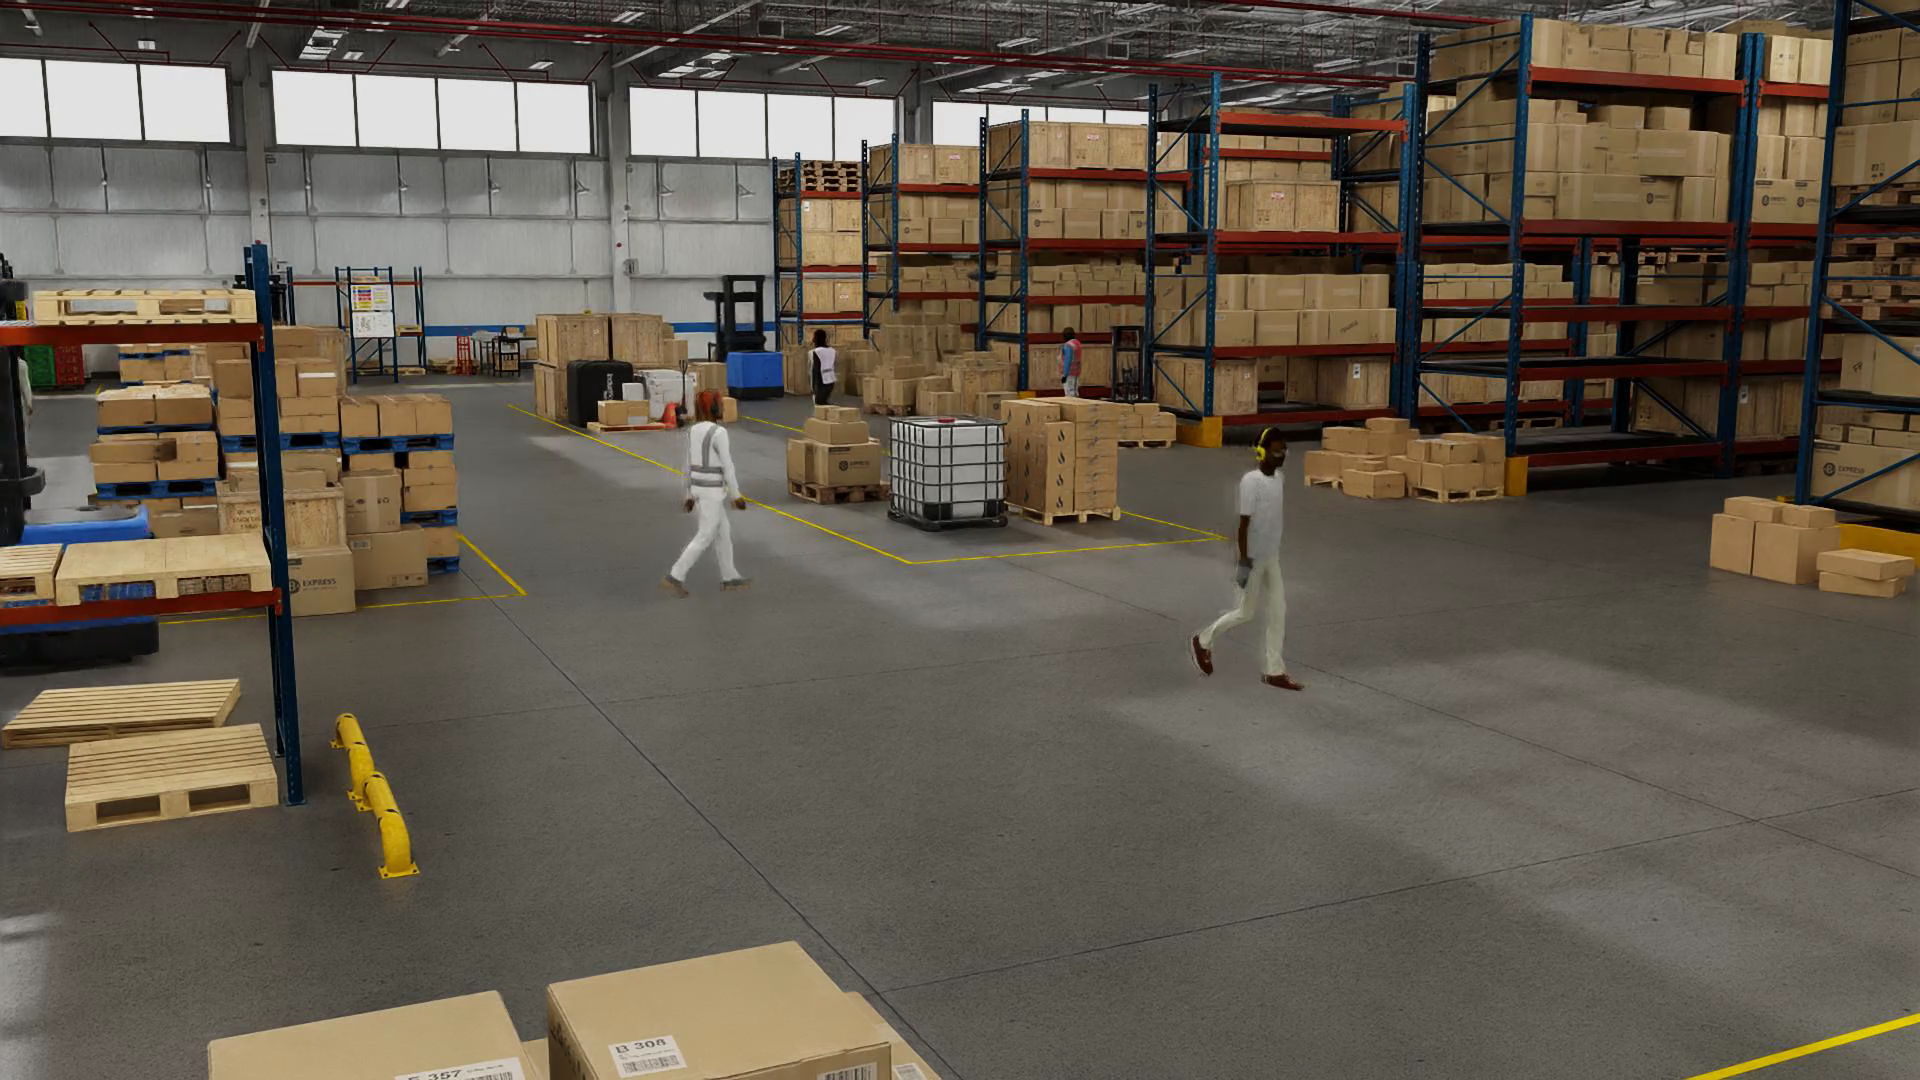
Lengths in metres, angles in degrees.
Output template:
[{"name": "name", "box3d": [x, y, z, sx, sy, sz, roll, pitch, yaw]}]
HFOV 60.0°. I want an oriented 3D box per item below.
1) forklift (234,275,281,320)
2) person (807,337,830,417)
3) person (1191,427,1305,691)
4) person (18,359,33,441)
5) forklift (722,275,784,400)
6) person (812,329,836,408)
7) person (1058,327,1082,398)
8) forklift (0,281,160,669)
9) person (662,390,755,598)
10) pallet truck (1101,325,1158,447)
[{"name": "forklift", "box3d": [-15.659, -4.541, 37.262, 1.129, 2.768, 1.873, -4, 10, -25]}, {"name": "person", "box3d": [-2.813, -3.269, 33.245, 0.532, 1.623, 0.402, 4, 10, 22]}, {"name": "person", "box3d": [2.029, 0.113, 11.631, 0.807, 1.846, 0.524, 8, 12, 42]}, {"name": "person", "box3d": [-13.958, -1.989, 24.381, 0.666, 1.922, 0.449, -3, 10, -18]}, {"name": "forklift", "box3d": [-4.898, -4.641, 37.878, 1.129, 2.768, 1.873, -6, 11, -34]}, {"name": "person", "box3d": [-2.355, -2.754, 29.248, 0.651, 1.898, 0.608, 5, 10, 28]}, {"name": "person", "box3d": [2.115, -3.193, 32.133, 0.429, 1.838, 0.621, 4, 10, 24]}, {"name": "forklift", "box3d": [-6.991, -0.495, 12.157, 1.873, 2.768, 1.129, -4, 10, -25]}, {"name": "person", "box3d": [-2.283, -0.417, 14.868, 0.927, 1.852, 0.574, -6, 11, -32]}, {"name": "pallet truck", "box3d": [2.881, -2.596, 27.923, 0.823, 1.965, 1.885, -1, 9, -7]}]
